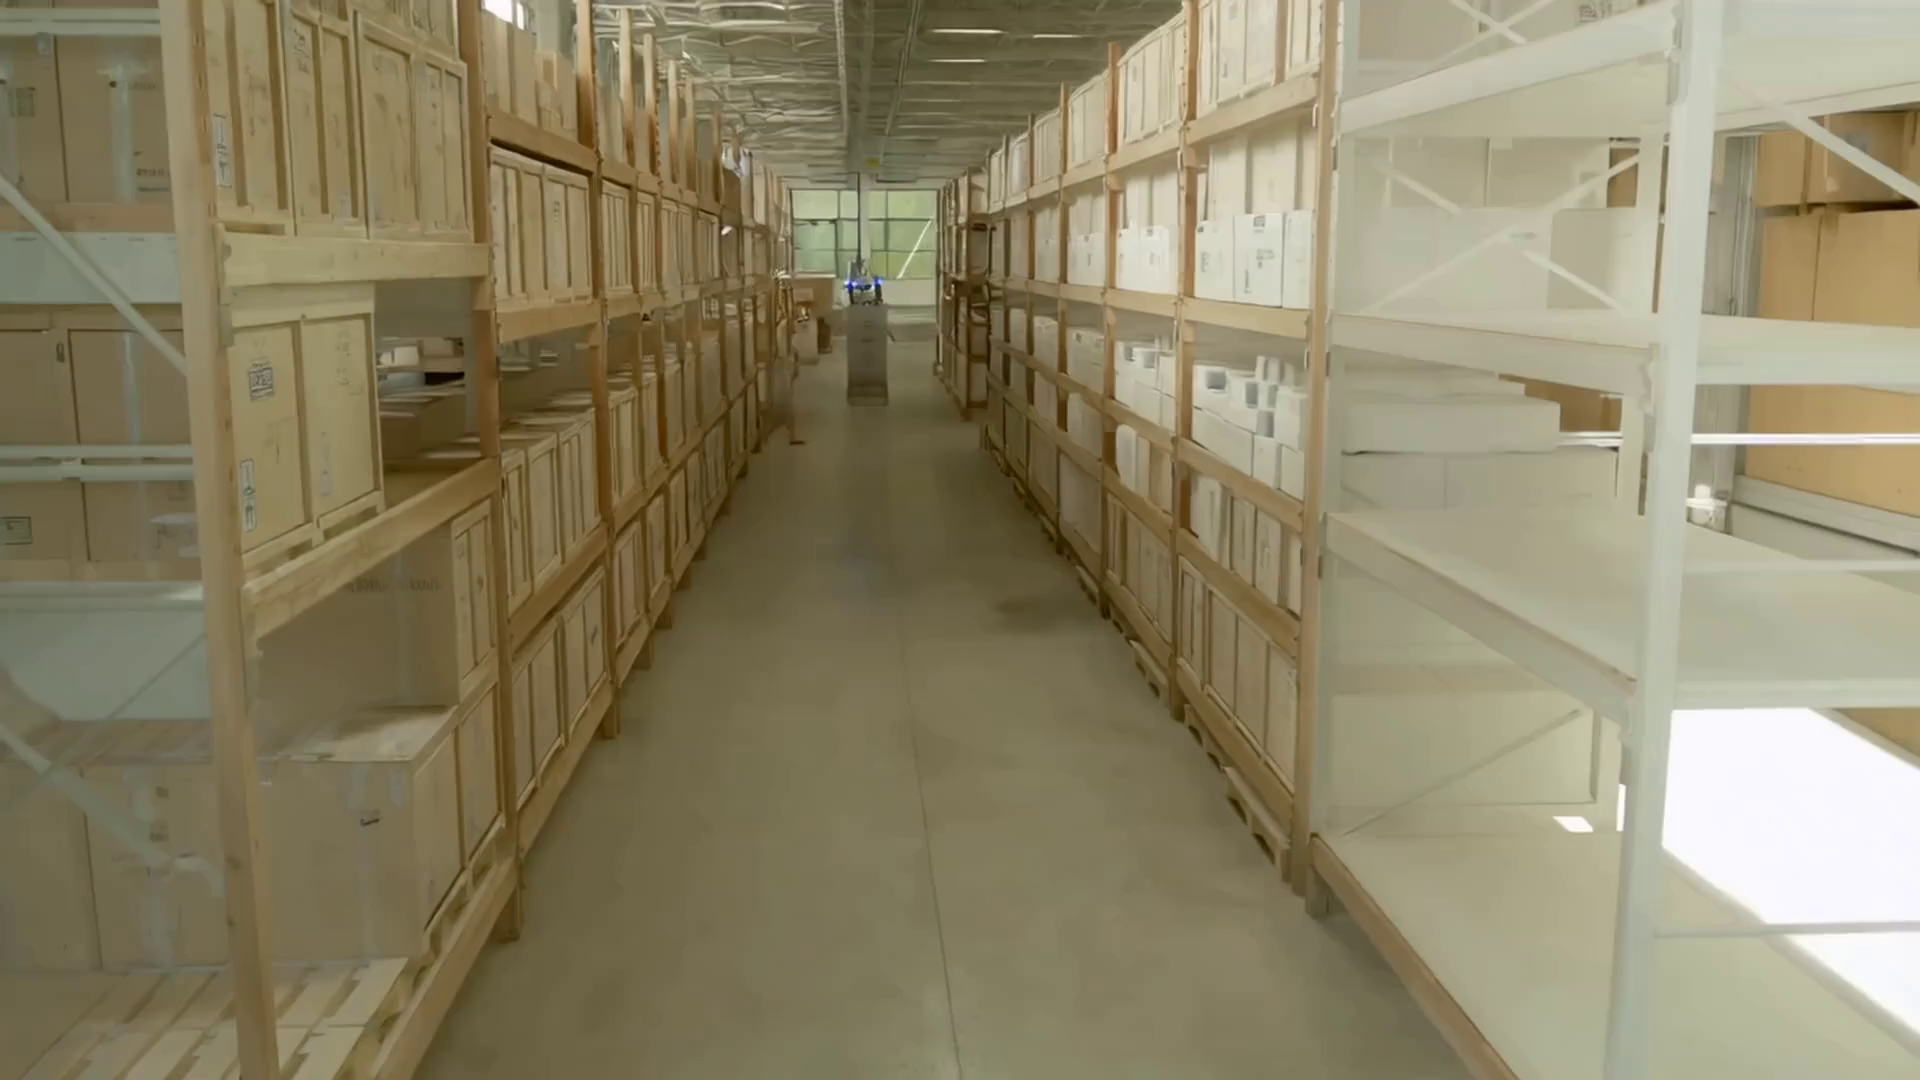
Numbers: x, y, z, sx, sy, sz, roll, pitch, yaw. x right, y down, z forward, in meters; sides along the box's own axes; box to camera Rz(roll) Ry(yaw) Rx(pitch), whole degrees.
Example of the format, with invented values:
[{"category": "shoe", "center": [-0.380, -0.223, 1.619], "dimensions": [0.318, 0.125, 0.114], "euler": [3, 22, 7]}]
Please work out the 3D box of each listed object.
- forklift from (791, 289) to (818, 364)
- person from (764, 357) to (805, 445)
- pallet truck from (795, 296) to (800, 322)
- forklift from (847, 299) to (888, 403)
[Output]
[{"category": "forklift", "center": [-5.933, -8.067, 62.652], "dimensions": [1.129, 2.768, 1.873], "euler": [-1, 10, -3]}, {"category": "person", "center": [-3.775, -2.906, 34.855], "dimensions": [0.928, 1.871, 0.643], "euler": [-1, 10, -3]}, {"category": "pallet truck", "center": [-8.622, -12.439, 91.403], "dimensions": [1.885, 1.965, 0.823], "euler": [2, 10, 13]}, {"category": "forklift", "center": [-2.557, -5.234, 45.730], "dimensions": [1.129, 2.768, 1.873], "euler": [-1, 10, -3]}]
